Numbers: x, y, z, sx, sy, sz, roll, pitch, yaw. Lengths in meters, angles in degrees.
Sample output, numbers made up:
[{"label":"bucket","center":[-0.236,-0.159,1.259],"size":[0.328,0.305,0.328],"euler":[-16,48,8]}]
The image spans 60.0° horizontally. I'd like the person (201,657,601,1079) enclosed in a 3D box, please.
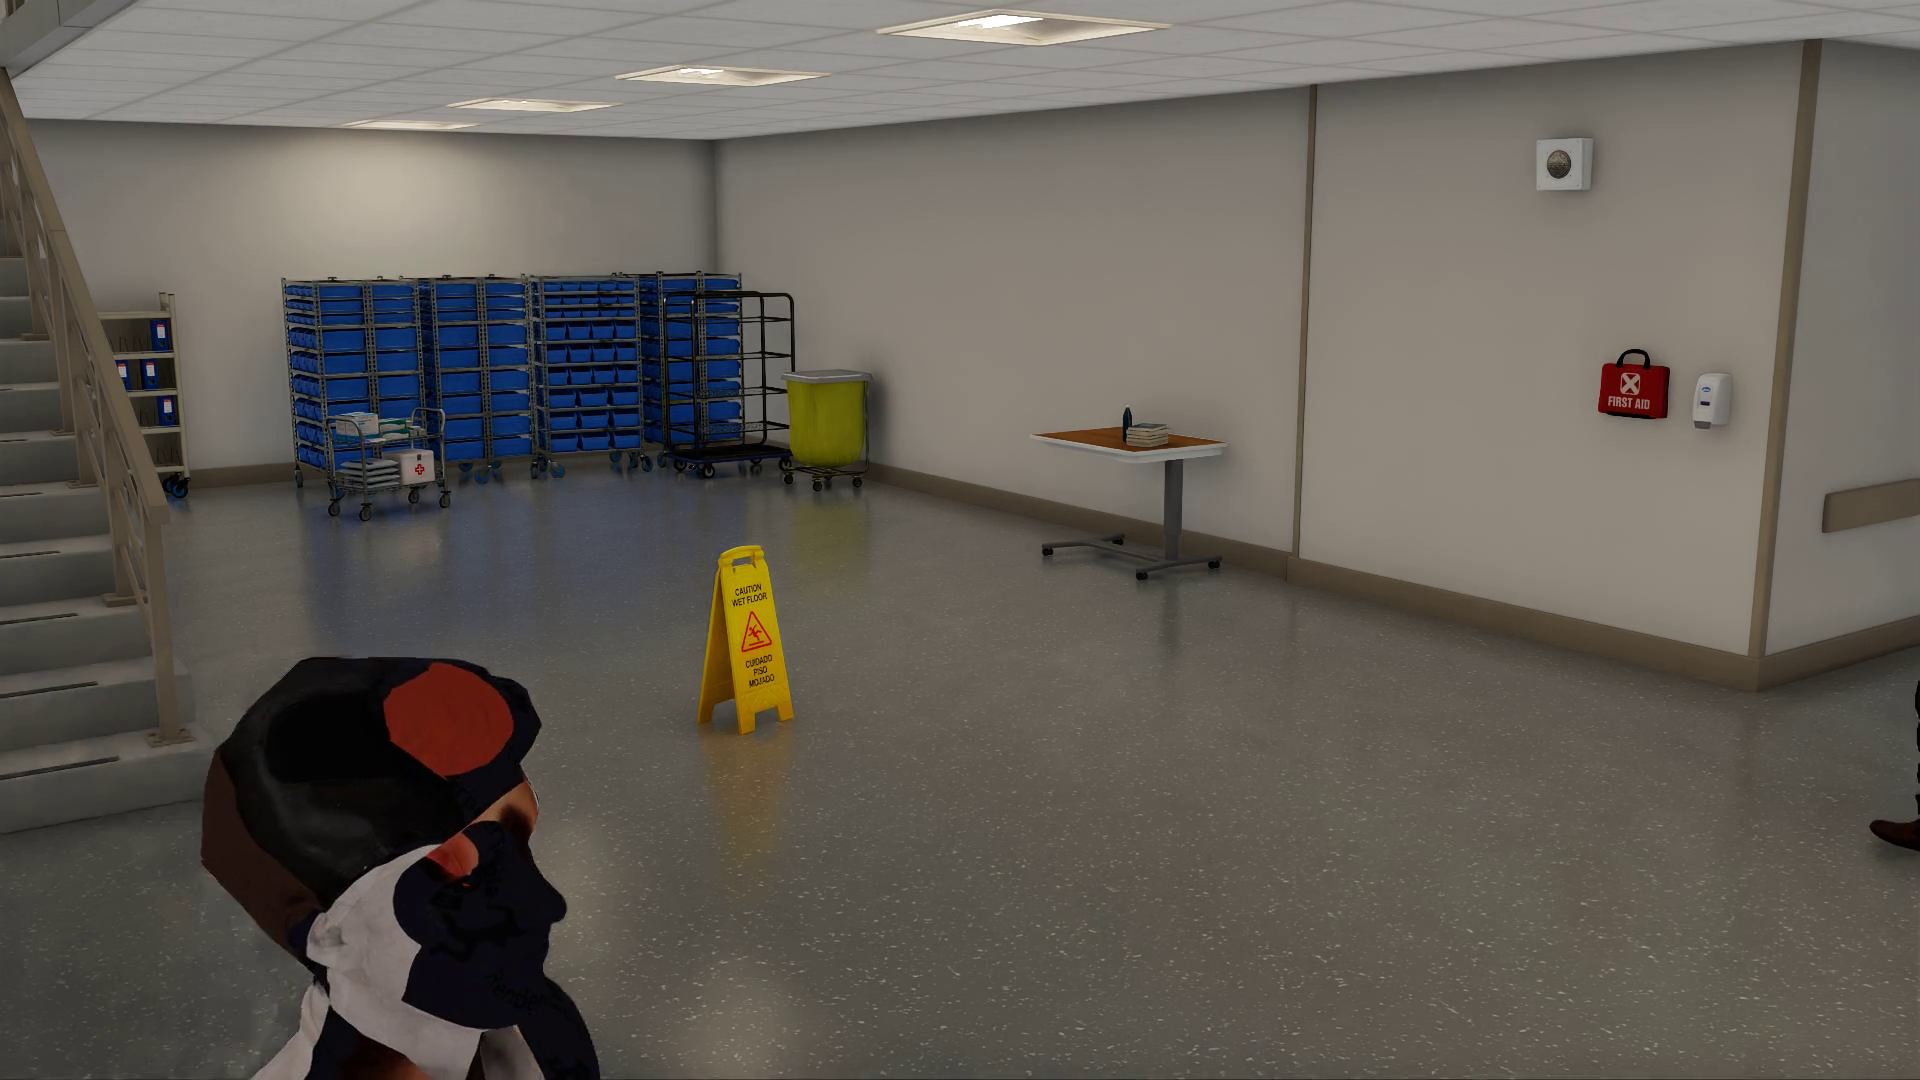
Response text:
[{"label":"person","center":[-0.491,0.999,1.371],"size":[1.098,1.877,1.051],"euler":[2,11,8]}]
